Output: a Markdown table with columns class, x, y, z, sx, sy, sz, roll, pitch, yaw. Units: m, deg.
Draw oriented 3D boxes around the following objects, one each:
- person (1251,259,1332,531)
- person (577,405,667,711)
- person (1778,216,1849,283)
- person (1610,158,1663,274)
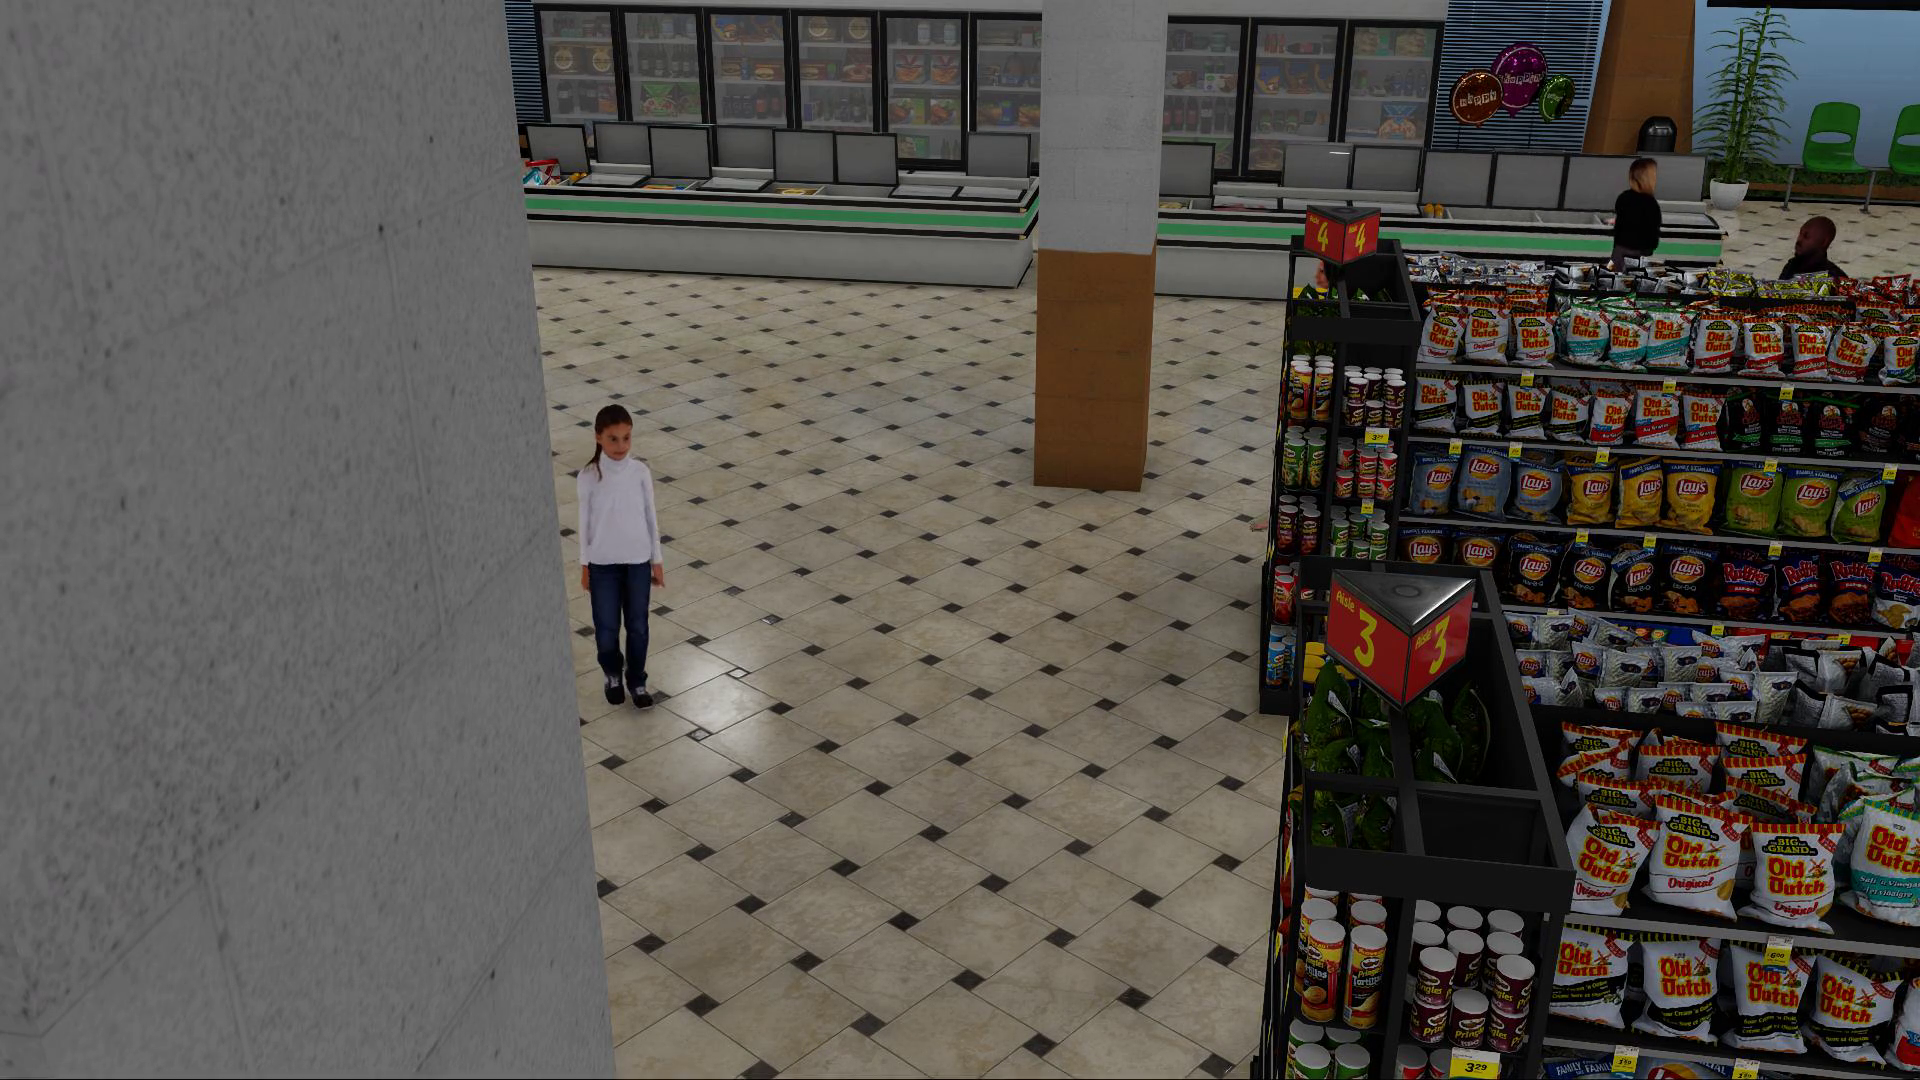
| class | x | y | z | sx | sy | sz | roll | pitch | yaw |
| --- | --- | --- | --- | --- | --- | --- | --- | --- | --- |
| person | 2.214 | -0.838 | 9.744 | 0.918 | 1.752 | 0.837 | -11 | 26 | -24 |
| person | -1.633 | 0.074 | 7.917 | 0.649 | 1.546 | 0.714 | -9 | 25 | -20 |
| person | 5.247 | -1.089 | 10.276 | 1.311 | 1.785 | 1.019 | -5 | 24 | -10 |
| person | 5.017 | -2.045 | 12.615 | 0.740 | 1.661 | 0.721 | -8 | 25 | -18 |
